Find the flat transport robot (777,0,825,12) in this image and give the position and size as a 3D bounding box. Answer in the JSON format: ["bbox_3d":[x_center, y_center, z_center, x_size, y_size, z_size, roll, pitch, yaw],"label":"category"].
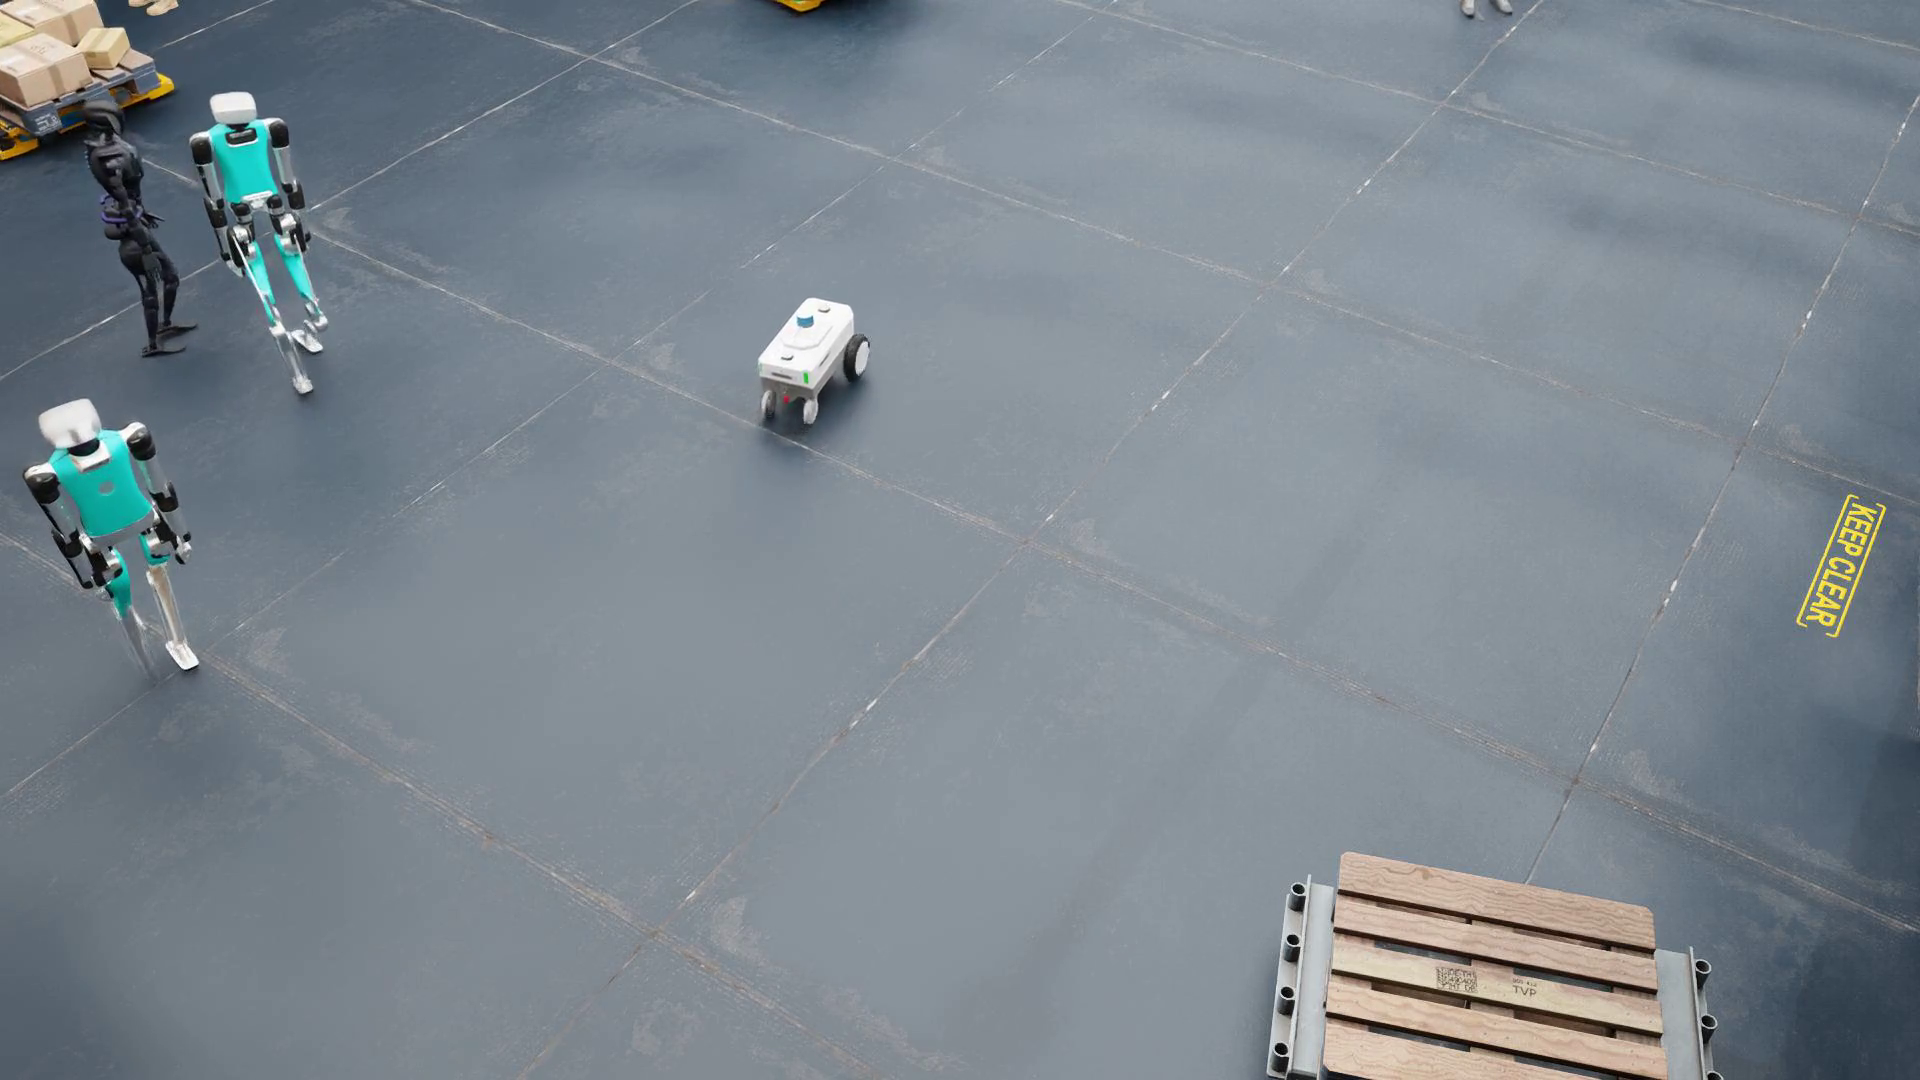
[{"bbox_3d":[-1.035,-4.920,14.285,1.431,0.231,0.659,-33,51,-31],"label":"flat transport robot"}]

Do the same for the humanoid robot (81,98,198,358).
[{"bbox_3d":[-4.882,-1.832,9.781,0.393,1.639,0.603,-16,44,-17],"label":"humanoid robot"}]

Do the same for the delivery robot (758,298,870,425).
[{"bbox_3d":[-0.886,-1.098,9.807,0.499,0.613,0.807,14,44,15],"label":"delivery robot"}]

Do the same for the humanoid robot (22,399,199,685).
[{"bbox_3d":[-3.887,0.033,7.721,0.544,1.875,0.765,-31,50,-30],"label":"humanoid robot"}]

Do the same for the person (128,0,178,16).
[{"bbox_3d":[-6.750,-5.119,13.399,0.494,1.744,0.301,29,49,29],"label":"person"}]

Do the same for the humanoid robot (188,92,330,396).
[{"bbox_3d":[-3.895,-1.625,9.511,0.568,1.777,0.889,-25,47,-25],"label":"humanoid robot"}]

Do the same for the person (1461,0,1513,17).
[{"bbox_3d":[4.420,-5.191,13.335,0.552,1.940,0.431,-5,42,-5],"label":"person"}]

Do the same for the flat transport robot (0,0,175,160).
[{"bbox_3d":[-6.717,-3.275,12.444,0.659,0.231,1.431,27,48,27],"label":"flat transport robot"}]
